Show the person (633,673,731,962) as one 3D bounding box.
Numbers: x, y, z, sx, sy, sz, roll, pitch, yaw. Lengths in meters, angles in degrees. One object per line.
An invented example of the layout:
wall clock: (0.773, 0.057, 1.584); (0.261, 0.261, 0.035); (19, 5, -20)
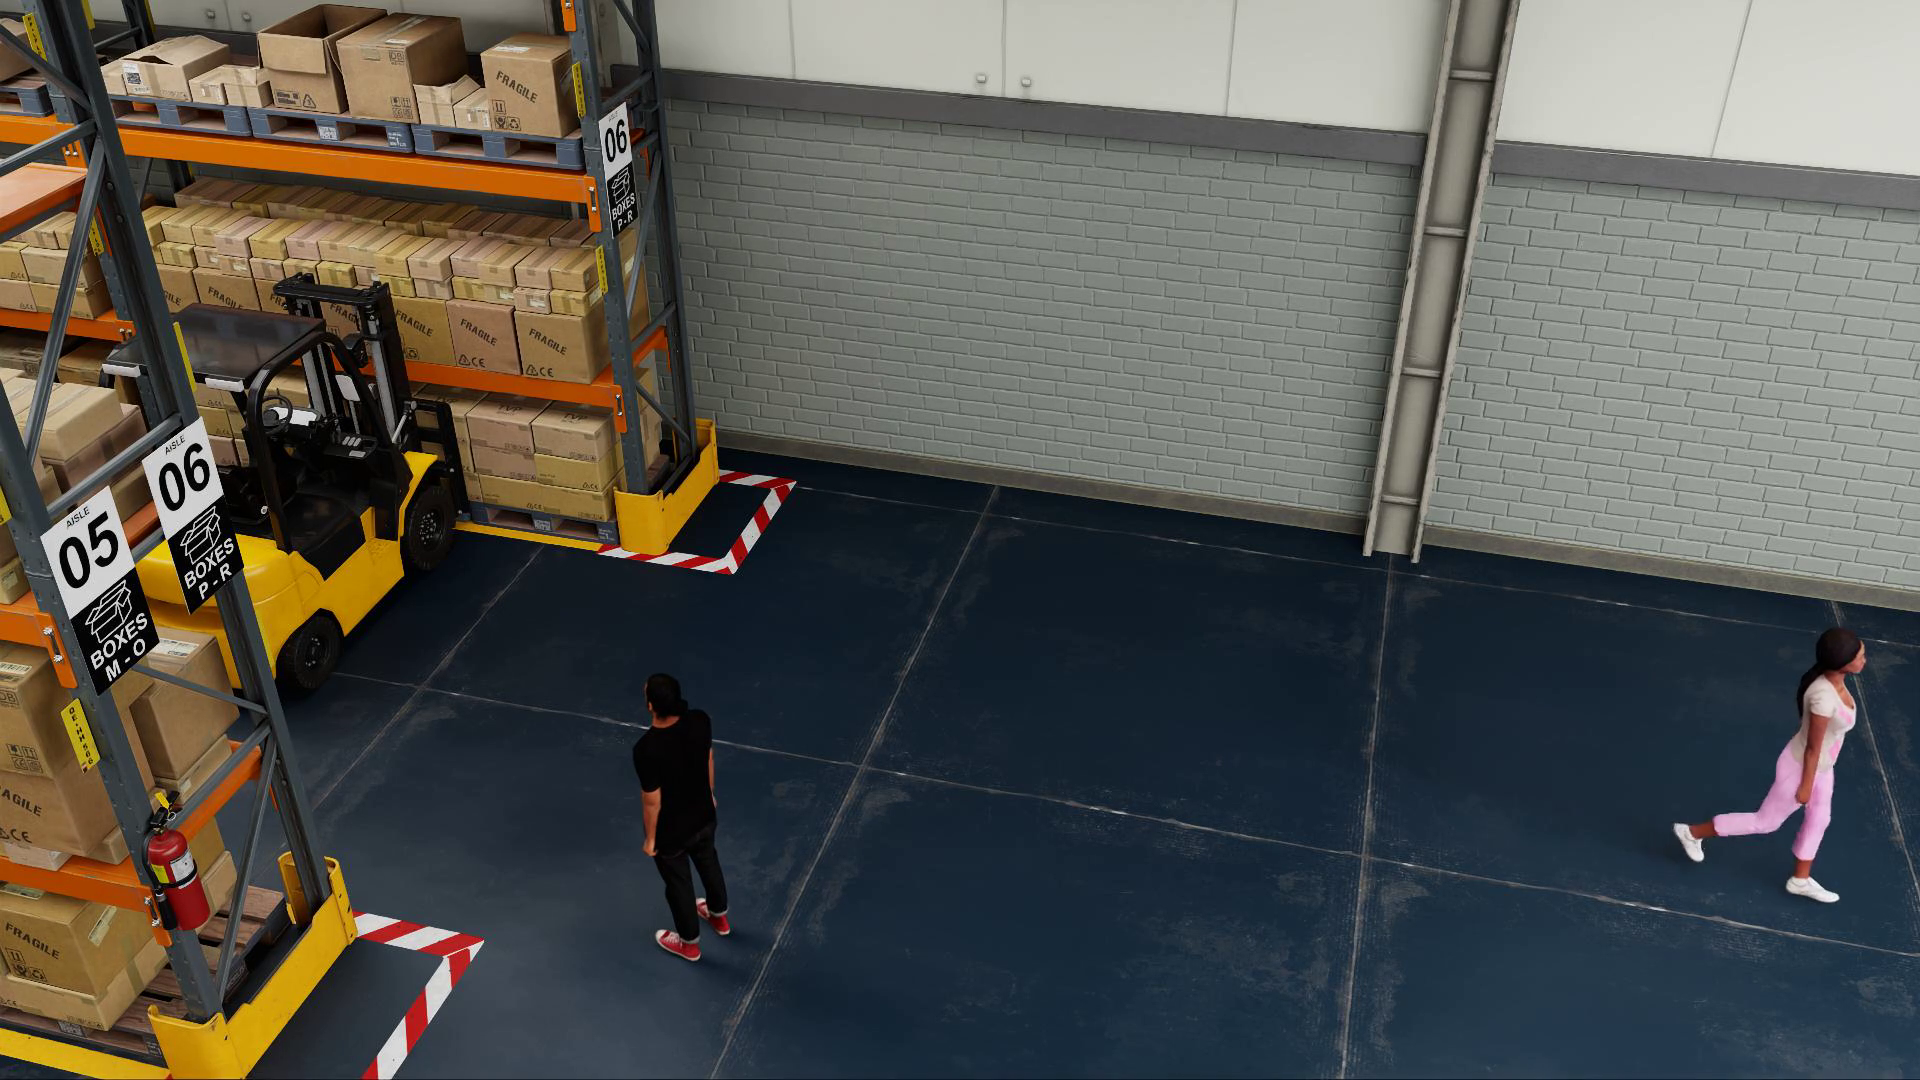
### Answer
person: (-1.423, 1.403, 8.470); (0.676, 1.757, 0.700); (23, 40, 31)

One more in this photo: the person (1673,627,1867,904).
person: (4.385, 1.195, 8.829); (1.173, 1.713, 0.786); (18, 37, 25)
